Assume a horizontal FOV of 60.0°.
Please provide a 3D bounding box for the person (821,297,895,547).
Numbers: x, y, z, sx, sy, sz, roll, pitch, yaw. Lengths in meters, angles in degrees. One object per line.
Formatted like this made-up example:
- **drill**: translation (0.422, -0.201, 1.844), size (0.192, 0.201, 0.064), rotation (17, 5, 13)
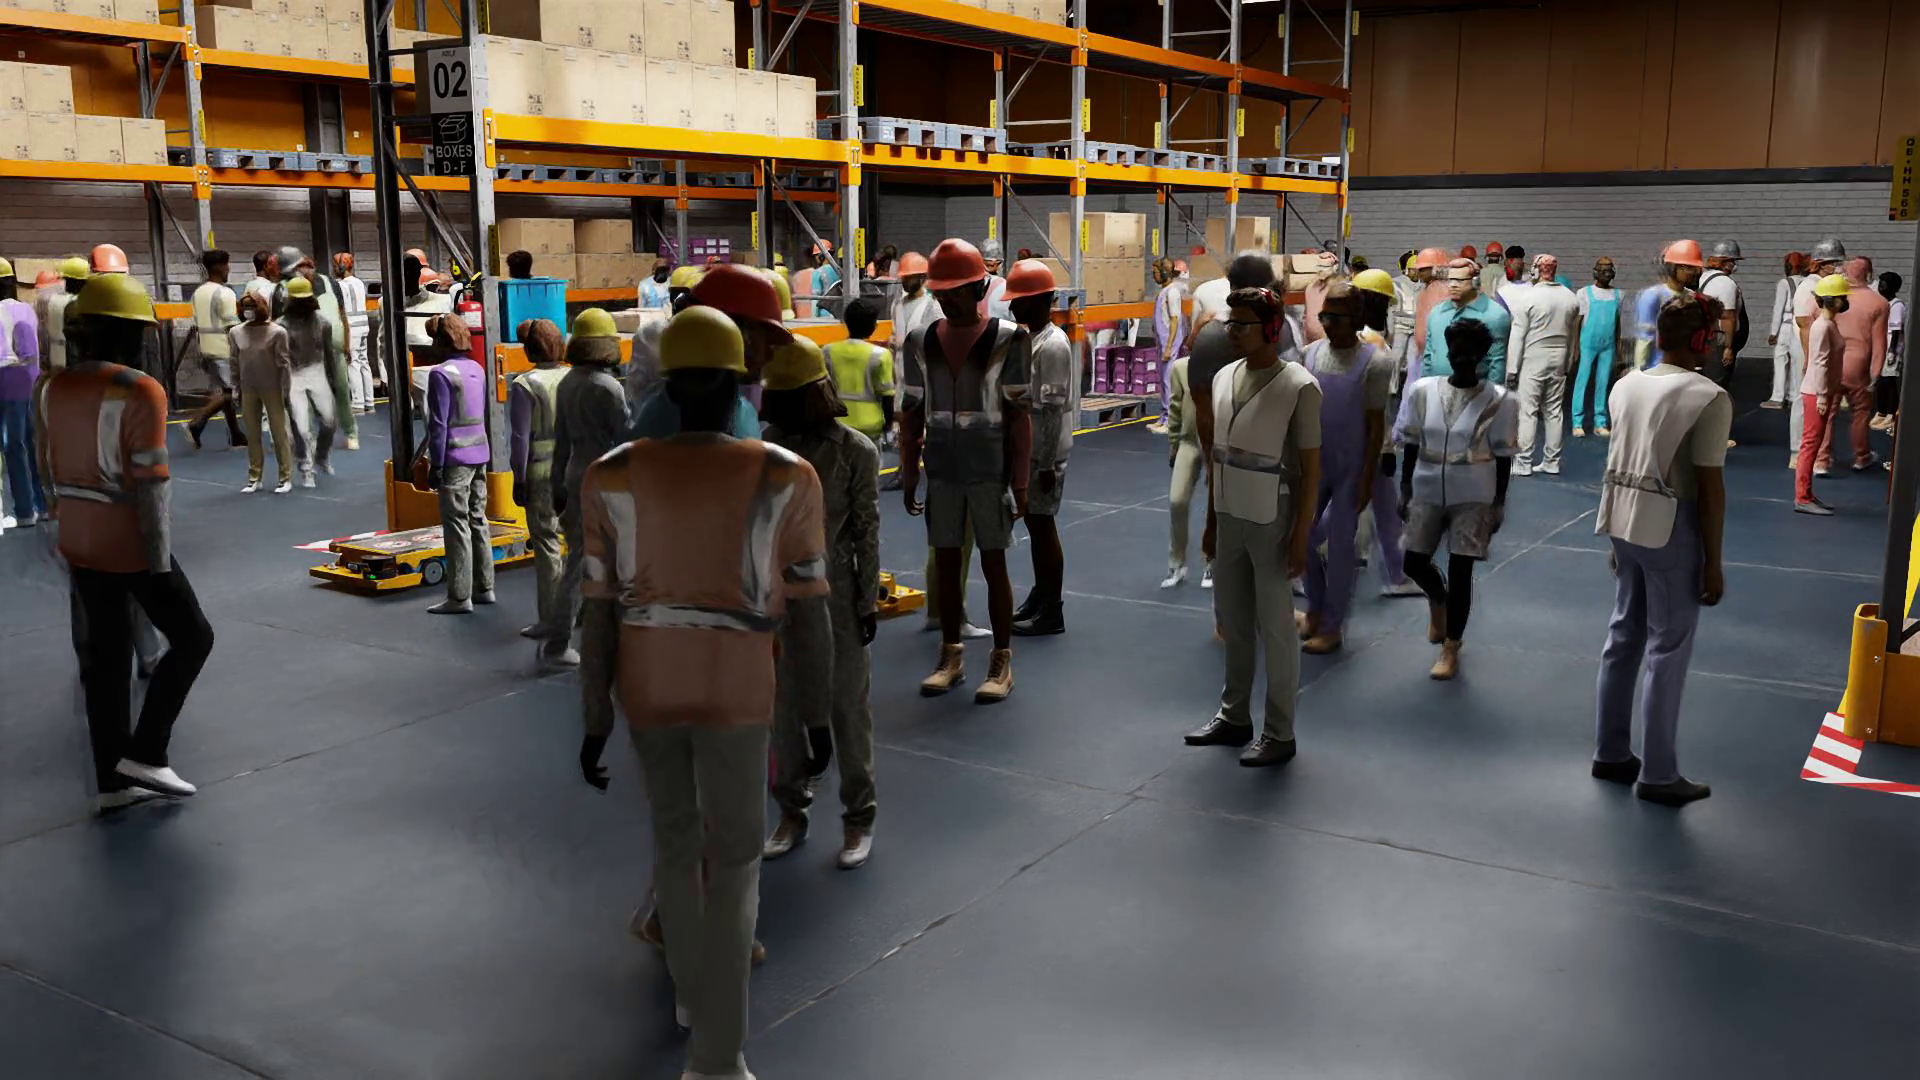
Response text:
- **person**: translation (-0.688, -0.714, 10.650), size (0.590, 1.664, 0.587), rotation (3, 11, 15)

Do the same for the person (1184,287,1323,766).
- **person**: translation (1.169, -0.057, 6.482), size (0.374, 1.843, 0.574), rotation (-6, 12, -30)

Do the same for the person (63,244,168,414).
- **person**: translation (-5.639, -0.974, 11.155), size (0.397, 1.992, 0.621), rotation (9, 13, 40)

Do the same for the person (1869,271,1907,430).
- **person**: translation (9.898, -2.014, 17.770), size (0.319, 1.691, 0.537), rotation (2, 10, 9)

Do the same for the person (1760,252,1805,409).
- **person**: translation (9.987, -2.514, 20.026), size (0.584, 1.878, 0.368), rotation (-5, 11, -27)

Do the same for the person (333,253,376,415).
- **person**: translation (-7.044, -2.378, 19.277), size (0.354, 1.876, 0.574), rotation (1, 10, 4)

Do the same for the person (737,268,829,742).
- **person**: translation (-0.791, -0.131, 6.726), size (0.591, 1.913, 0.396), rotation (-10, 14, -44)

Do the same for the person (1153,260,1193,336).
- **person**: translation (3.082, -3.139, 23.879), size (0.627, 1.725, 0.488), rotation (10, 14, 43)

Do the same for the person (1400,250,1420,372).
- **person**: translation (6.951, -3.519, 25.601), size (0.328, 1.872, 0.513), rotation (3, 11, 16)

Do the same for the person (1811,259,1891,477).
- **person**: translation (7.642, -1.474, 14.322), size (0.666, 1.844, 1.002), rotation (10, 14, 44)

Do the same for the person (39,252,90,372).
- **person**: translation (-8.133, -1.696, 15.380), size (0.694, 1.913, 0.487), rotation (-4, 11, -21)

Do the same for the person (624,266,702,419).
- **person**: translation (-1.687, -0.682, 9.900), size (0.685, 1.855, 0.936), rotation (-4, 11, -23)

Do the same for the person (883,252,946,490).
- **person**: translation (-0.353, -1.351, 13.434), size (0.551, 1.941, 0.423), rotation (8, 13, 37)

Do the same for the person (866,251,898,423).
- **person**: translation (-0.790, -2.098, 17.641), size (0.598, 1.908, 0.410), rotation (-9, 13, -40)

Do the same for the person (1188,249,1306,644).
- **person**: translation (1.475, -0.469, 8.230), size (0.755, 2.000, 0.564), rotation (-6, 12, -31)

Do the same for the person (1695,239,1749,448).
- **person**: translation (7.444, -1.928, 16.311), size (0.536, 2.000, 0.688), rotation (-1, 10, -4)

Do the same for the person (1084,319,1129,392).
- **person**: translation (1.880, -2.752, 21.583), size (0.649, 1.786, 0.971), rotation (6, 12, 30)

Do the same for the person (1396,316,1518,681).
- **person**: translation (2.324, -0.207, 7.752), size (0.539, 1.680, 0.500), rotation (7, 12, 34)

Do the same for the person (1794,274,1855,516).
- **person**: translation (6.399, -1.074, 12.334), size (0.306, 1.772, 0.525), rotation (6, 12, 28)

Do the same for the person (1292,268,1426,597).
- **person**: translation (2.245, -0.591, 9.384), size (0.960, 1.868, 0.621), rotation (1, 10, 6)

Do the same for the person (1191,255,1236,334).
- **person**: translation (2.498, -1.729, 15.642), size (0.677, 1.896, 0.587), rotation (4, 11, 19)

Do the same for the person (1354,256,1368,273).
- **person**: translation (6.872, -4.010, 28.678), size (0.295, 1.744, 0.484), rotation (10, 14, 42)

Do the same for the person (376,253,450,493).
- **person**: translation (-4.376, -1.335, 13.365), size (0.592, 1.920, 0.392), rotation (0, 10, 0)

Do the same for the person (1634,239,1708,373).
- **person**: translation (5.350, -1.249, 12.577), size (0.633, 2.025, 0.463), rotation (-5, 12, -28)

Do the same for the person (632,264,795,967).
- **person**: translation (-0.653, 0.237, 4.547), size (0.472, 1.954, 0.652), rotation (3, 11, 17)

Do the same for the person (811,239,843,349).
- **person**: translation (-1.749, -2.905, 21.766), size (0.405, 2.032, 0.611), rotation (8, 13, 37)

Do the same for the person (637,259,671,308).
- **person**: translation (-3.877, -2.752, 21.624), size (0.620, 1.787, 0.938), rotation (-2, 10, -12)

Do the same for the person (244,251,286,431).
- **person**: translation (-7.422, -2.114, 17.730), size (0.389, 1.909, 0.590), rotation (-8, 13, -39)

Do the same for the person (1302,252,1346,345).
- **person**: translation (3.734, -1.982, 17.027), size (0.397, 1.901, 0.643), rotation (-7, 13, -35)

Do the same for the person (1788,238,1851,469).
- **person**: translation (7.639, -1.639, 14.713), size (0.538, 2.000, 0.687), rotation (8, 13, 37)

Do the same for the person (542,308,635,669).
- **person**: translation (-1.704, -0.256, 8.008), size (0.863, 1.697, 0.494), rotation (-8, 13, -39)

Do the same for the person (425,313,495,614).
- **person**: translation (-2.732, -0.419, 9.096), size (0.313, 1.631, 0.523), rotation (2, 10, 10)
